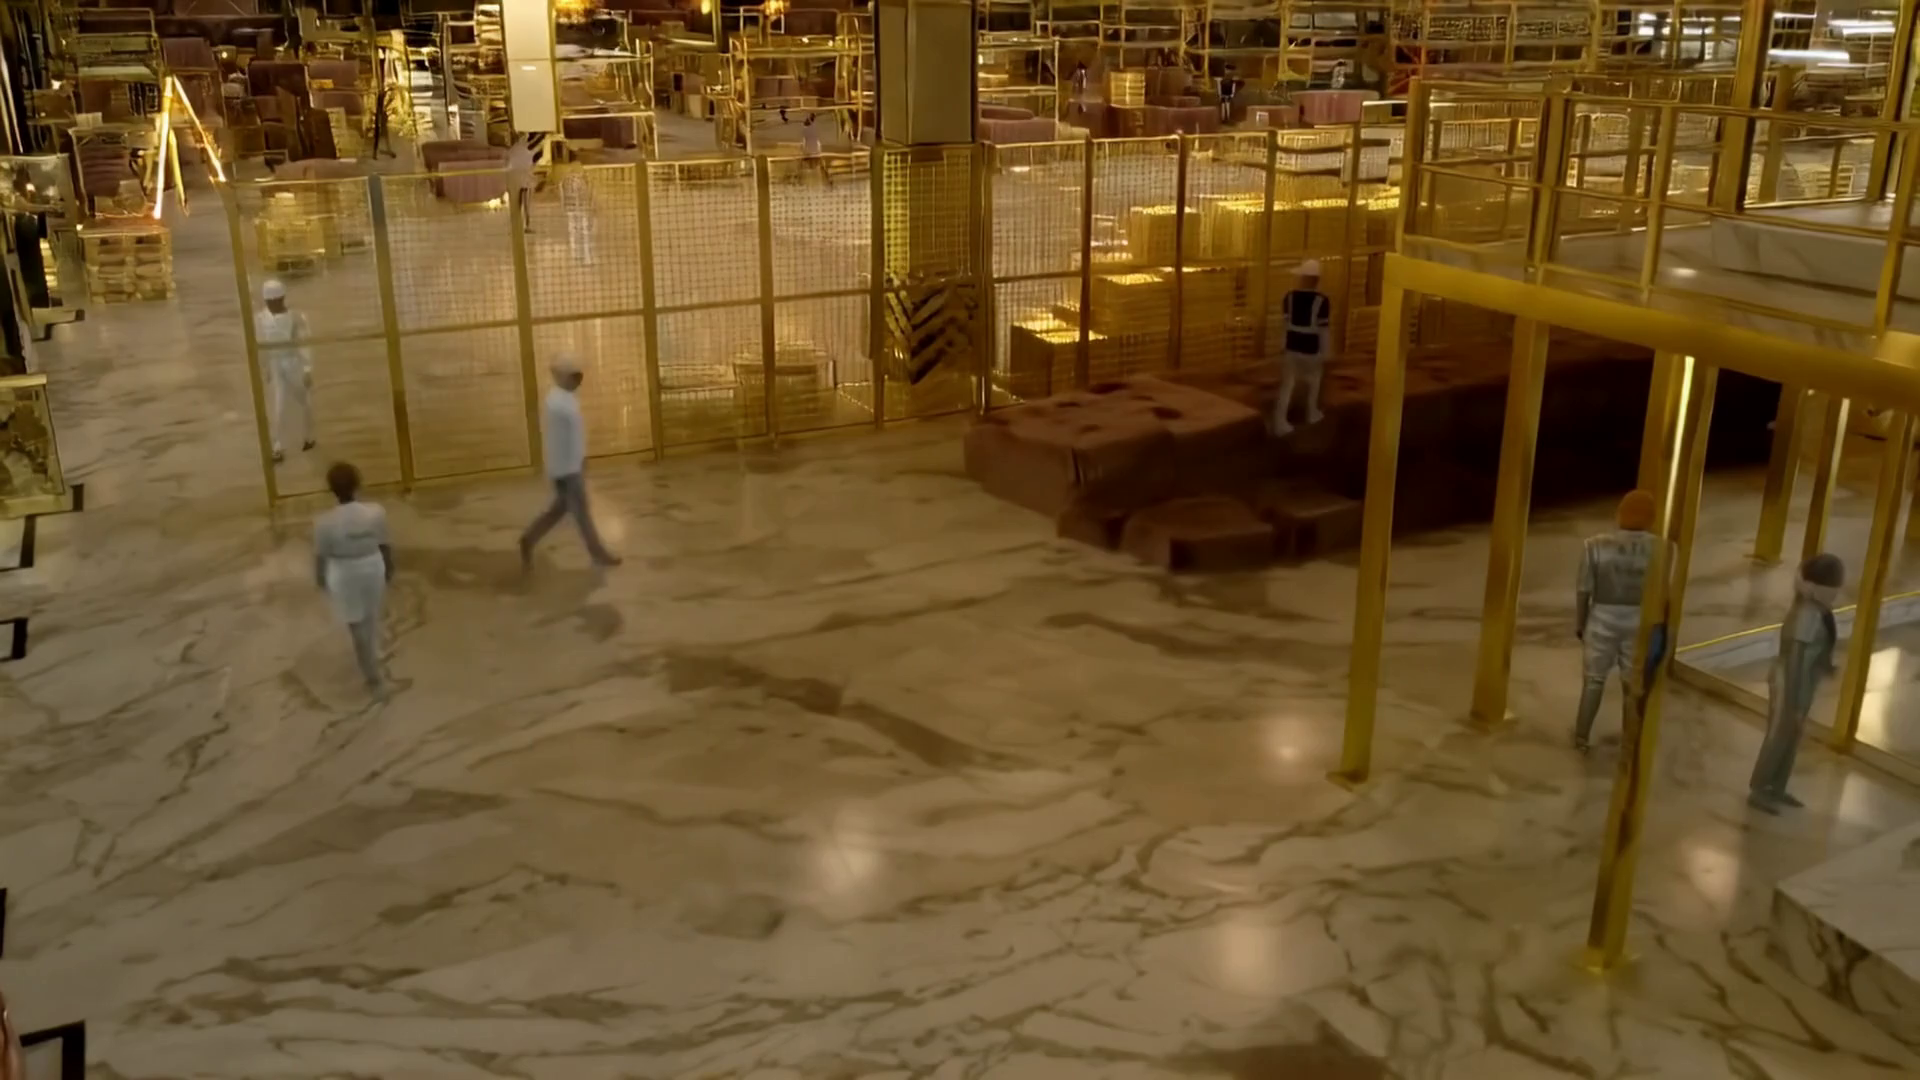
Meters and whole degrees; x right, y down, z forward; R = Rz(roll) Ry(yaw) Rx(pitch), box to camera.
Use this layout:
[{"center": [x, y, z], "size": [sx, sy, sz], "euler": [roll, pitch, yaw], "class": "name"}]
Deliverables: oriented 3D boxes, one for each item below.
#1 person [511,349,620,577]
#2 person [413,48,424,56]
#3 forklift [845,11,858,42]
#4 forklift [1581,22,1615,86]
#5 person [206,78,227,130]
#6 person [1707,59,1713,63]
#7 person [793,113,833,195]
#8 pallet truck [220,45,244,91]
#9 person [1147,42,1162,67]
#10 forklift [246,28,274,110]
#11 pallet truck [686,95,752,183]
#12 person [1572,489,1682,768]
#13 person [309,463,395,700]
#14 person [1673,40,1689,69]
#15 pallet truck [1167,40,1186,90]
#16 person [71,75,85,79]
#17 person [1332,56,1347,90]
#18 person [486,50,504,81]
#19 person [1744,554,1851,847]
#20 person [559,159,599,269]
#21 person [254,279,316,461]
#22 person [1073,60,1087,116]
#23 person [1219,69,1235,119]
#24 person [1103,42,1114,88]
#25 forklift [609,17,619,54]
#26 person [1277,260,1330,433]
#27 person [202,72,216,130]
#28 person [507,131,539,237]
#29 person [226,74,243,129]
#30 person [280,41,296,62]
[{"center": [-3.363, -0.630, 13.895], "size": [0.836, 1.970, 0.622], "euler": [-2, 19, -5], "class": "person"}, {"center": [-25.791, -23.145, 79.190], "size": [0.553, 1.933, 0.370], "euler": [-2, 19, -4], "class": "person"}, {"center": [-5.436, -25.090, 83.401], "size": [1.873, 2.768, 1.129], "euler": [-9, 21, -25], "class": "forklift"}, {"center": [25.252, -19.306, 66.635], "size": [1.873, 2.768, 1.129], "euler": [-9, 21, -25], "class": "forklift"}, {"center": [-23.460, -13.922, 52.530], "size": [0.575, 1.886, 0.362], "euler": [-6, 20, -18], "class": "person"}, {"center": [27.697, -16.981, 61.732], "size": [0.843, 1.659, 0.551], "euler": [-9, 21, -24], "class": "person"}, {"center": [-3.352, -8.707, 37.527], "size": [1.038, 1.808, 0.504], "euler": [6, 20, 18], "class": "person"}, {"center": [-28.879, -18.665, 66.111], "size": [0.823, 1.965, 1.885], "euler": [-3, 19, -9], "class": "pallet truck"}, {"center": [8.106, -19.822, 69.533], "size": [0.619, 1.938, 0.850], "euler": [-2, 19, -5], "class": "person"}, {"center": [-24.786, -16.938, 59.770], "size": [1.873, 2.768, 1.129], "euler": [-9, 21, -25], "class": "forklift"}, {"center": [-5.836, -9.608, 39.856], "size": [0.823, 1.965, 1.885], "euler": [10, 22, 27], "class": "pallet truck"}, {"center": [4.220, 0.565, 10.604], "size": [0.627, 1.843, 0.429], "euler": [9, 21, 23], "class": "person"}, {"center": [-4.312, 0.256, 11.751], "size": [0.553, 1.657, 0.805], "euler": [-16, 25, -39], "class": "person"}, {"center": [33.854, -22.770, 78.178], "size": [0.680, 1.879, 0.485], "euler": [7, 20, 21], "class": "person"}, {"center": [9.045, -19.971, 69.895], "size": [0.823, 1.965, 1.885], "euler": [-3, 19, -8], "class": "pallet truck"}, {"center": [-33.219, -17.277, 62.647], "size": [0.522, 1.627, 0.369], "euler": [-11, 22, -29], "class": "person"}, {"center": [13.513, -16.325, 59.457], "size": [0.662, 1.915, 0.554], "euler": [-18, 26, -41], "class": "person"}, {"center": [-17.878, -17.864, 63.978], "size": [0.984, 1.889, 0.650], "euler": [16, 25, 39], "class": "person"}, {"center": [4.906, 0.915, 9.702], "size": [0.534, 1.767, 0.318], "euler": [-17, 25, -40], "class": "person"}, {"center": [-6.468, -5.542, 28.304], "size": [0.634, 1.841, 0.429], "euler": [4, 20, 13], "class": "person"}, {"center": [-7.022, -1.763, 17.280], "size": [0.610, 1.878, 0.955], "euler": [1, 19, 3], "class": "person"}, {"center": [4.111, -15.566, 57.285], "size": [0.523, 1.897, 0.595], "euler": [3, 19, 8], "class": "person"}, {"center": [9.045, -15.129, 56.377], "size": [0.548, 1.642, 0.884], "euler": [1, 19, 2], "class": "person"}, {"center": [6.286, -20.165, 70.638], "size": [0.410, 1.892, 0.739], "euler": [-11, 22, -28], "class": "person"}, {"center": [-15.114, -21.458, 72.872], "size": [1.873, 2.768, 1.129], "euler": [-4, 19, -11], "class": "forklift"}, {"center": [3.796, -2.143, 18.406], "size": [0.548, 1.879, 1.018], "euler": [11, 22, 28], "class": "person"}, {"center": [-23.266, -13.638, 51.767], "size": [0.505, 1.847, 0.344], "euler": [-16, 25, -39], "class": "person"}, {"center": [-8.320, -6.777, 31.688], "size": [0.424, 1.982, 0.629], "euler": [10, 22, 27], "class": "person"}, {"center": [-23.022, -13.929, 52.836], "size": [0.495, 1.684, 0.899], "euler": [-7, 20, -20], "class": "person"}, {"center": [-28.548, -20.238, 70.759], "size": [0.629, 1.940, 0.379], "euler": [-8, 21, -23], "class": "person"}]
